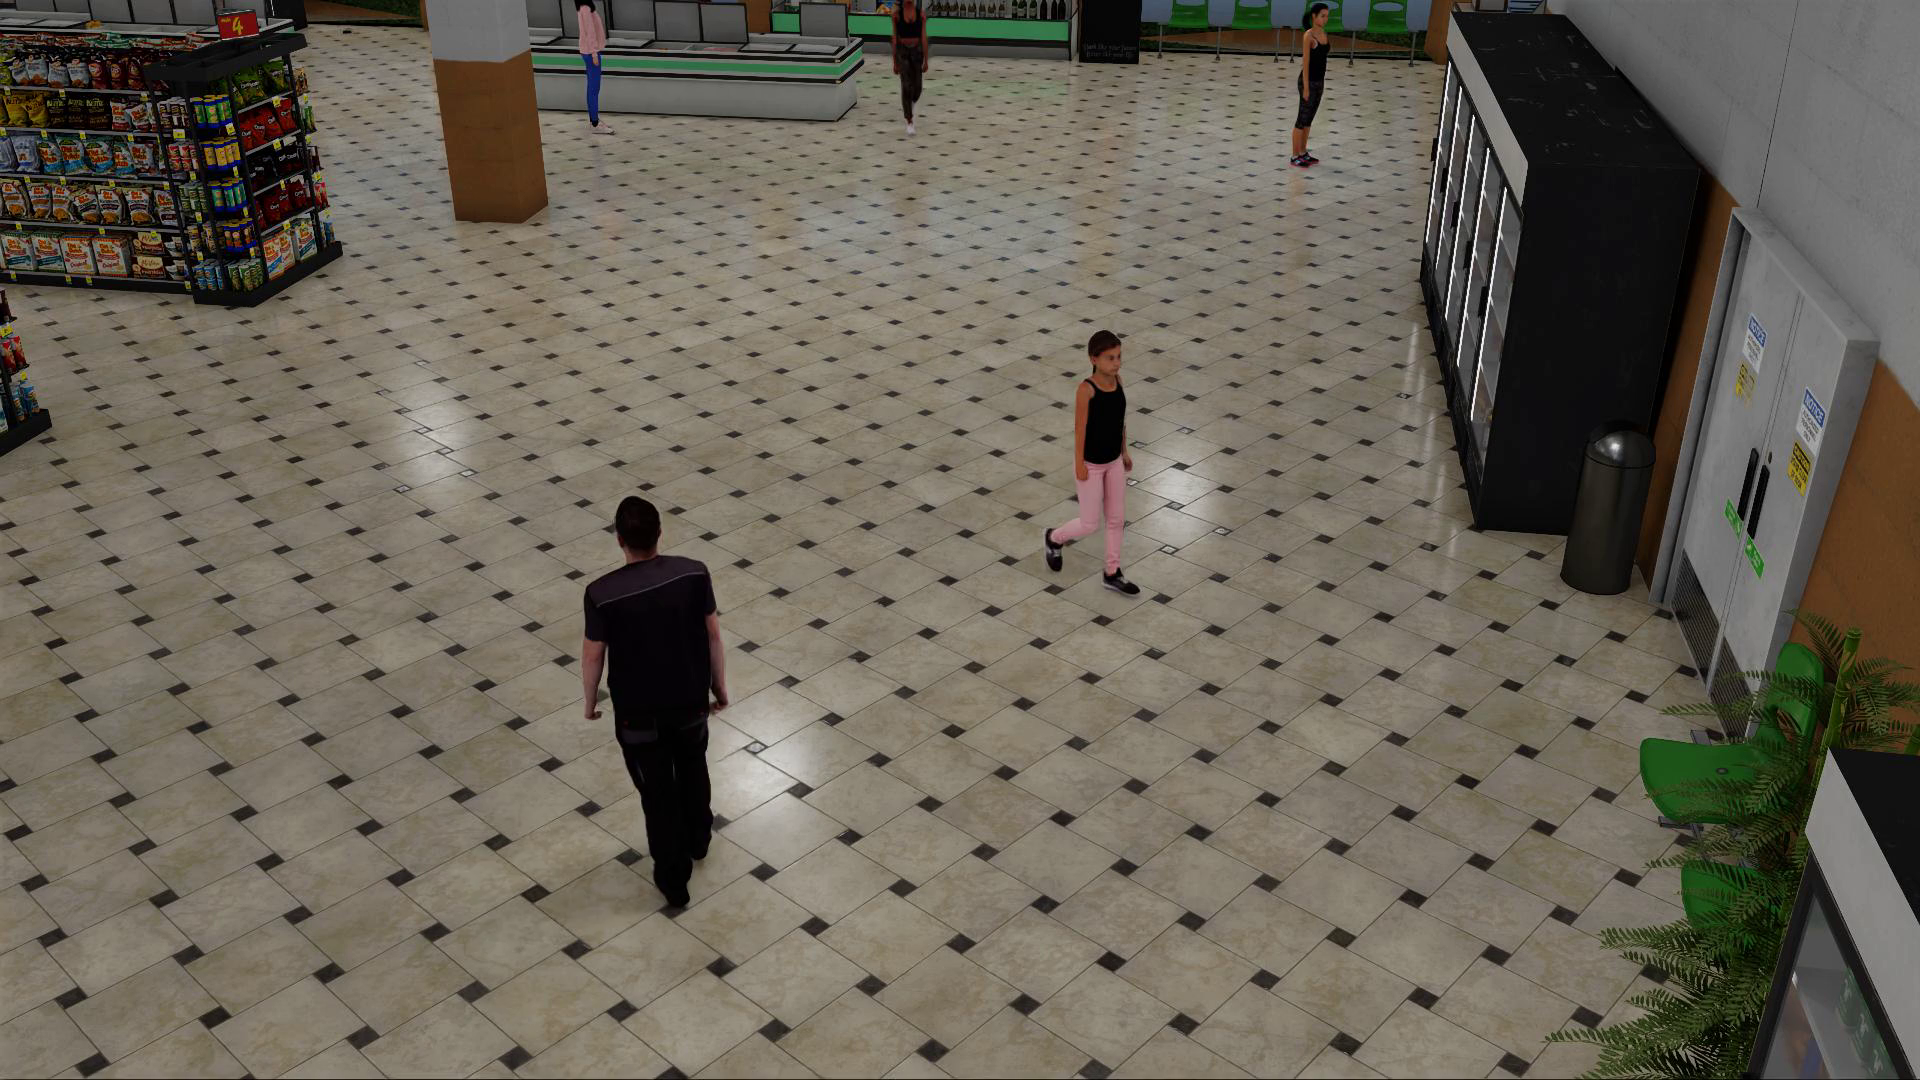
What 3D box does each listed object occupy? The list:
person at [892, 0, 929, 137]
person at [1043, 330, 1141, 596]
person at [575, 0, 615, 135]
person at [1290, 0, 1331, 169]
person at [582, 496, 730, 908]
[{"bbox_3d":[-0.591,-5.662,19.544,1.052,1.680,0.829,-3,27,-5],"label":"person"},{"bbox_3d":[0.750,-0.448,9.405,0.845,1.551,0.946,-22,34,-36],"label":"person"},{"bbox_3d":[-4.323,-5.679,19.480,0.700,1.770,0.719,-7,28,-14],"label":"person"},{"bbox_3d":[3.810,-4.961,18.110,0.679,1.726,0.660,19,33,33],"label":"person"},{"bbox_3d":[-1.202,0.711,6.812,0.876,1.831,0.956,-12,29,-23],"label":"person"}]
